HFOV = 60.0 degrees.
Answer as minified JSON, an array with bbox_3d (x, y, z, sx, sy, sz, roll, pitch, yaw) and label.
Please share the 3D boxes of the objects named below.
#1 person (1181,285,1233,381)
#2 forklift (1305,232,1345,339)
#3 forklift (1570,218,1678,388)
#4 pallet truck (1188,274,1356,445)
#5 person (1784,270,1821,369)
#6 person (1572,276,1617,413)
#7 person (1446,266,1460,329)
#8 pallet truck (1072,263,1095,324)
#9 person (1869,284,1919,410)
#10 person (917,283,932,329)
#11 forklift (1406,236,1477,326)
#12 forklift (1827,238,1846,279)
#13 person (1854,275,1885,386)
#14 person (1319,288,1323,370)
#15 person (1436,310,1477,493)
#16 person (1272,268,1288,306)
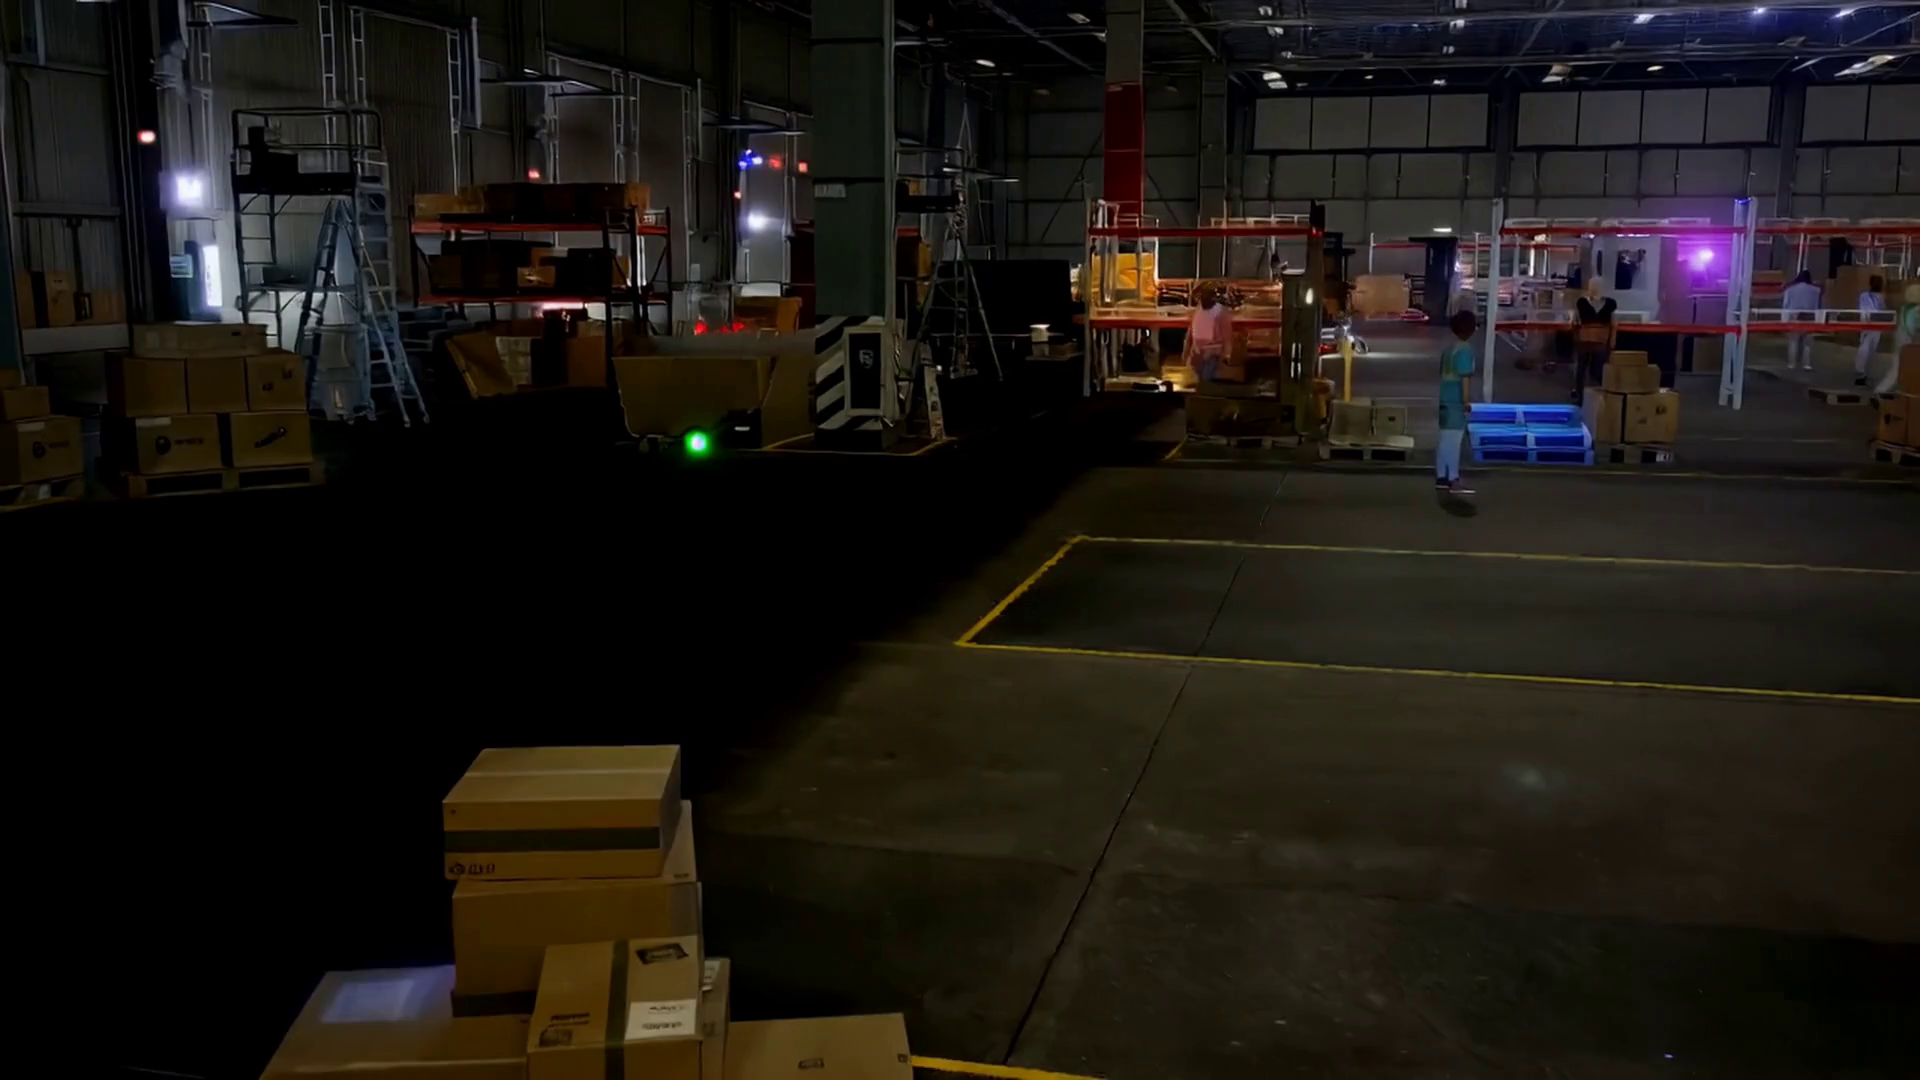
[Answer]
[{"bbox_3d":[3.127,-2.373,21.493,0.666,1.817,0.745,9,13,41],"label":"person"},{"bbox_3d":[9.473,-6.631,43.444,1.129,2.768,1.873,6,12,33],"label":"forklift"},{"bbox_3d":[11.264,-4.009,28.009,1.129,2.768,1.873,0,10,0],"label":"forklift"},{"bbox_3d":[3.653,-2.138,19.590,1.885,1.965,0.823,-4,10,-20],"label":"pallet truck"},{"bbox_3d":[16.419,-4.295,32.461,0.629,1.940,0.378,5,11,28],"label":"person"},{"bbox_3d":[8.893,-2.738,23.355,0.594,1.919,0.387,1,10,6],"label":"person"},{"bbox_3d":[15.004,-7.357,50.517,0.358,1.931,0.628,5,11,27],"label":"person"},{"bbox_3d":[4.325,-8.180,55.162,0.823,1.965,1.885,6,11,31],"label":"pallet truck"},{"bbox_3d":[13.357,-2.710,23.525,0.875,1.816,0.518,-3,10,-15],"label":"person"},{"bbox_3d":[-1.048,-7.372,50.611,0.544,1.930,0.389,-4,11,-24],"label":"person"},{"bbox_3d":[15.199,-8.122,52.227,1.873,2.768,1.129,-2,10,-12],"label":"forklift"},{"bbox_3d":[29.021,-8.629,55.210,1.873,2.768,1.129,8,12,39],"label":"forklift"},{"bbox_3d":[15.504,-3.561,28.303,0.580,1.883,0.352,-5,11,-26],"label":"person"},{"bbox_3d":[6.816,-4.125,32.060,0.486,1.737,0.322,-9,13,-41],"label":"person"},{"bbox_3d":[4.625,-1.287,15.473,0.319,1.693,0.532,-1,10,-5],"label":"person"},{"bbox_3d":[8.674,-6.353,44.721,0.986,1.896,0.543,-8,12,-39],"label":"person"}]
